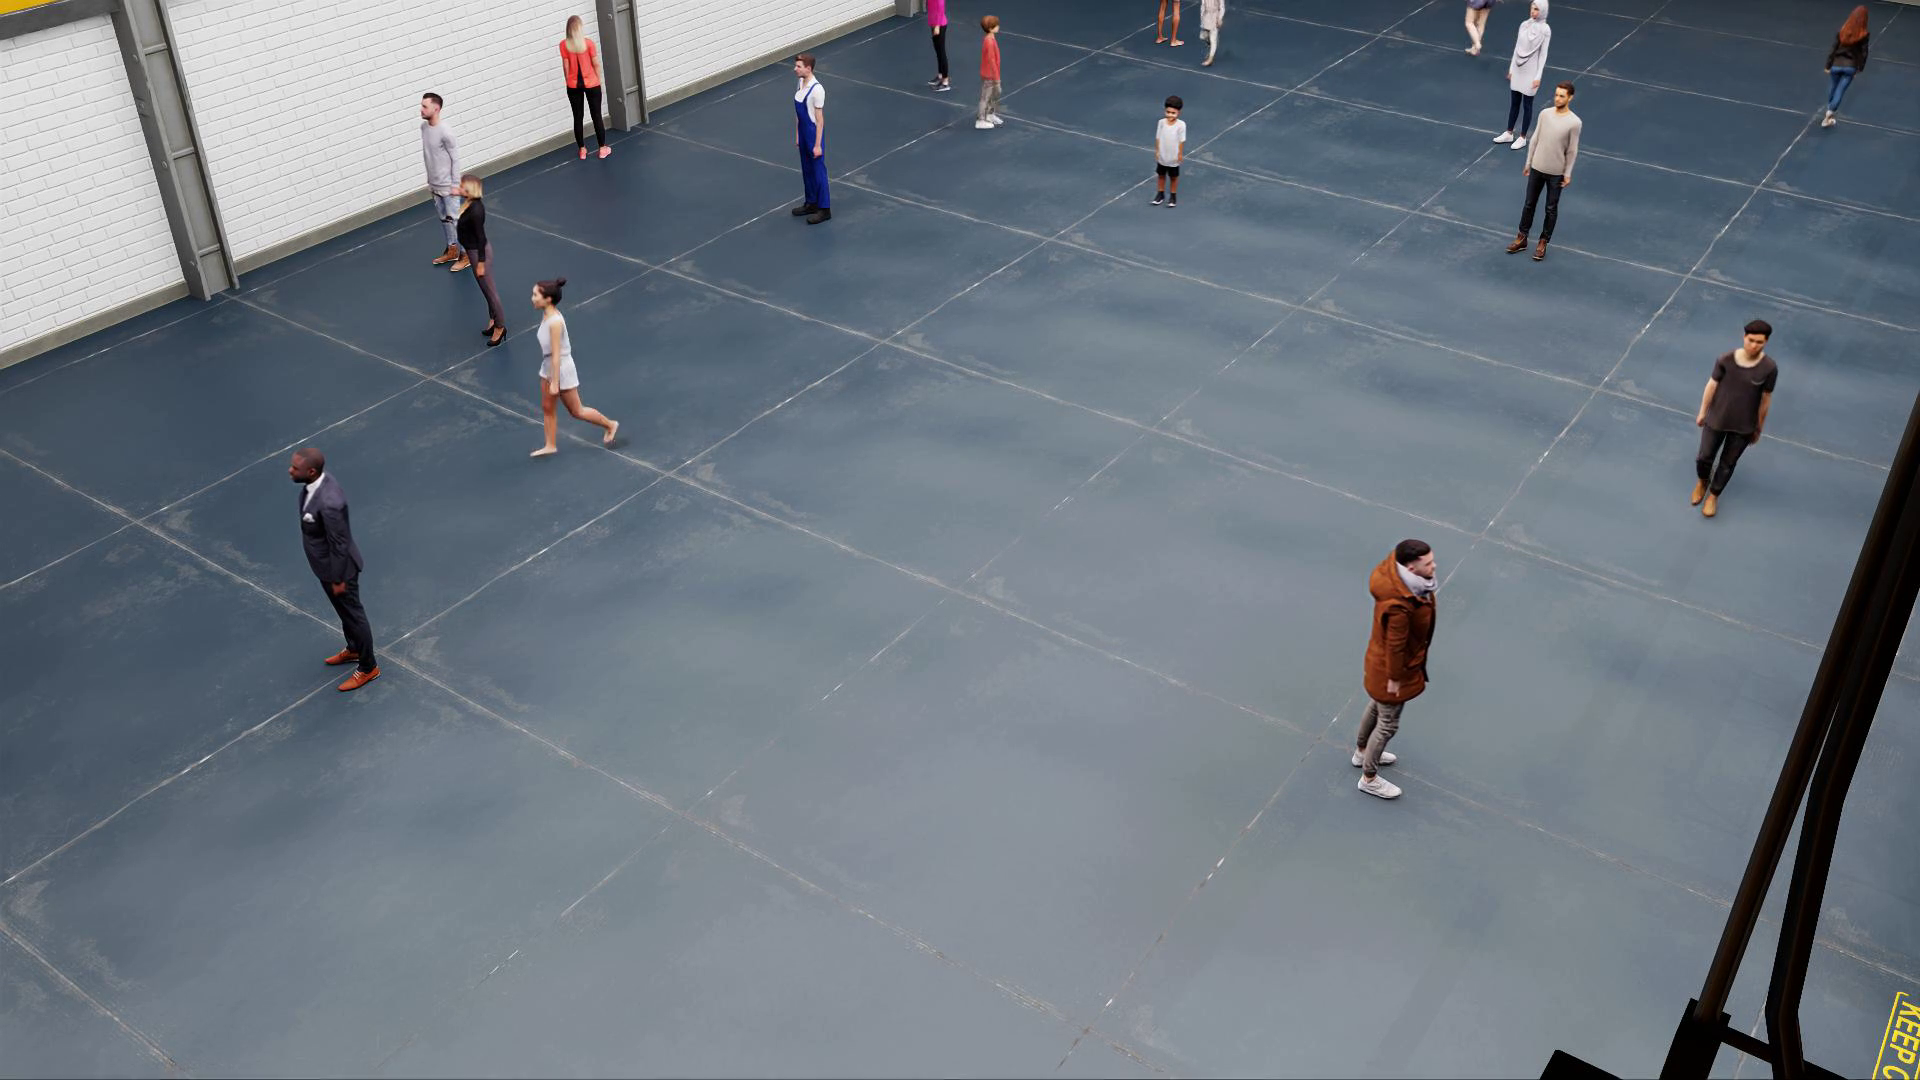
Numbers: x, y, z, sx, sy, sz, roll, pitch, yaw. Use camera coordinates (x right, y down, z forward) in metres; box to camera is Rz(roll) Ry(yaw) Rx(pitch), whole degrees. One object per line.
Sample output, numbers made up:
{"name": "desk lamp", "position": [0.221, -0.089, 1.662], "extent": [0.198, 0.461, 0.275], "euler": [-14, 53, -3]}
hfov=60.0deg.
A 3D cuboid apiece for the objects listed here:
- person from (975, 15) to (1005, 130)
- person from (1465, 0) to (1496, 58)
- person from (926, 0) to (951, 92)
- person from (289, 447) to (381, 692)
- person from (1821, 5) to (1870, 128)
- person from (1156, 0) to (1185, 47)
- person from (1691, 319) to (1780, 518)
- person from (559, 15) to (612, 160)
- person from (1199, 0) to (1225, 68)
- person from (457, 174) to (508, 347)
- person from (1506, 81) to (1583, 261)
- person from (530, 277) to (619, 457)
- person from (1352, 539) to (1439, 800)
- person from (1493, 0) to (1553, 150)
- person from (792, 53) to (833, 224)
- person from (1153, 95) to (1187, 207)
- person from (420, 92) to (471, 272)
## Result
{"name": "person", "position": [0.293, -5.790, 20.616], "extent": [0.713, 1.406, 0.653], "euler": [-1, 34, -2]}
{"name": "person", "position": [7.224, -7.435, 22.886], "extent": [0.853, 1.634, 0.910], "euler": [-6, 34, -9]}
{"name": "person", "position": [-0.278, -6.778, 21.839], "extent": [0.748, 1.698, 0.683], "euler": [-4, 34, -7]}
{"name": "person", "position": [-4.245, 0.159, 11.289], "extent": [0.758, 1.824, 0.777], "euler": [-18, 38, -25]}
{"name": "person", "position": [10.989, -5.865, 20.695], "extent": [0.633, 1.444, 0.966], "euler": [26, 42, 33]}
{"name": "person", "position": [2.987, -7.869, 23.448], "extent": [0.650, 1.734, 0.561], "euler": [27, 42, 34]}
{"name": "person", "position": [6.106, -1.000, 13.140], "extent": [0.676, 1.705, 0.662], "euler": [16, 37, 22]}
{"name": "person", "position": [-4.468, -5.366, 19.733], "extent": [0.680, 1.679, 0.709], "euler": [0, 34, 0]}
{"name": "person", "position": [3.497, -7.160, 22.769], "extent": [0.646, 1.306, 0.599], "euler": [-27, 42, -34]}
{"name": "person", "position": [-4.491, -2.642, 15.640], "extent": [0.702, 1.672, 0.677], "euler": [-12, 35, -17]}
{"name": "person", "position": [6.128, -3.858, 17.293], "extent": [0.679, 1.868, 0.609], "euler": [26, 42, 34]}
{"name": "person", "position": [-3.269, -1.421, 13.879], "extent": [1.075, 1.589, 0.871], "euler": [-16, 37, -22]}
{"name": "person", "position": [2.692, 0.769, 10.360], "extent": [0.894, 1.837, 0.798], "euler": [4, 34, 6]}
{"name": "person", "position": [6.832, -5.621, 20.030], "extent": [0.668, 1.775, 0.683], "euler": [-18, 38, -25]}
{"name": "person", "position": [-1.620, -4.396, 18.118], "extent": [0.685, 1.850, 0.704], "euler": [-21, 39, -28]}
{"name": "person", "position": [2.348, -4.359, 18.602], "extent": [0.521, 1.254, 0.539], "euler": [13, 36, 19]}
{"name": "person", "position": [-5.304, -3.694, 17.071], "extent": [0.694, 1.841, 0.580], "euler": [25, 41, 32]}
